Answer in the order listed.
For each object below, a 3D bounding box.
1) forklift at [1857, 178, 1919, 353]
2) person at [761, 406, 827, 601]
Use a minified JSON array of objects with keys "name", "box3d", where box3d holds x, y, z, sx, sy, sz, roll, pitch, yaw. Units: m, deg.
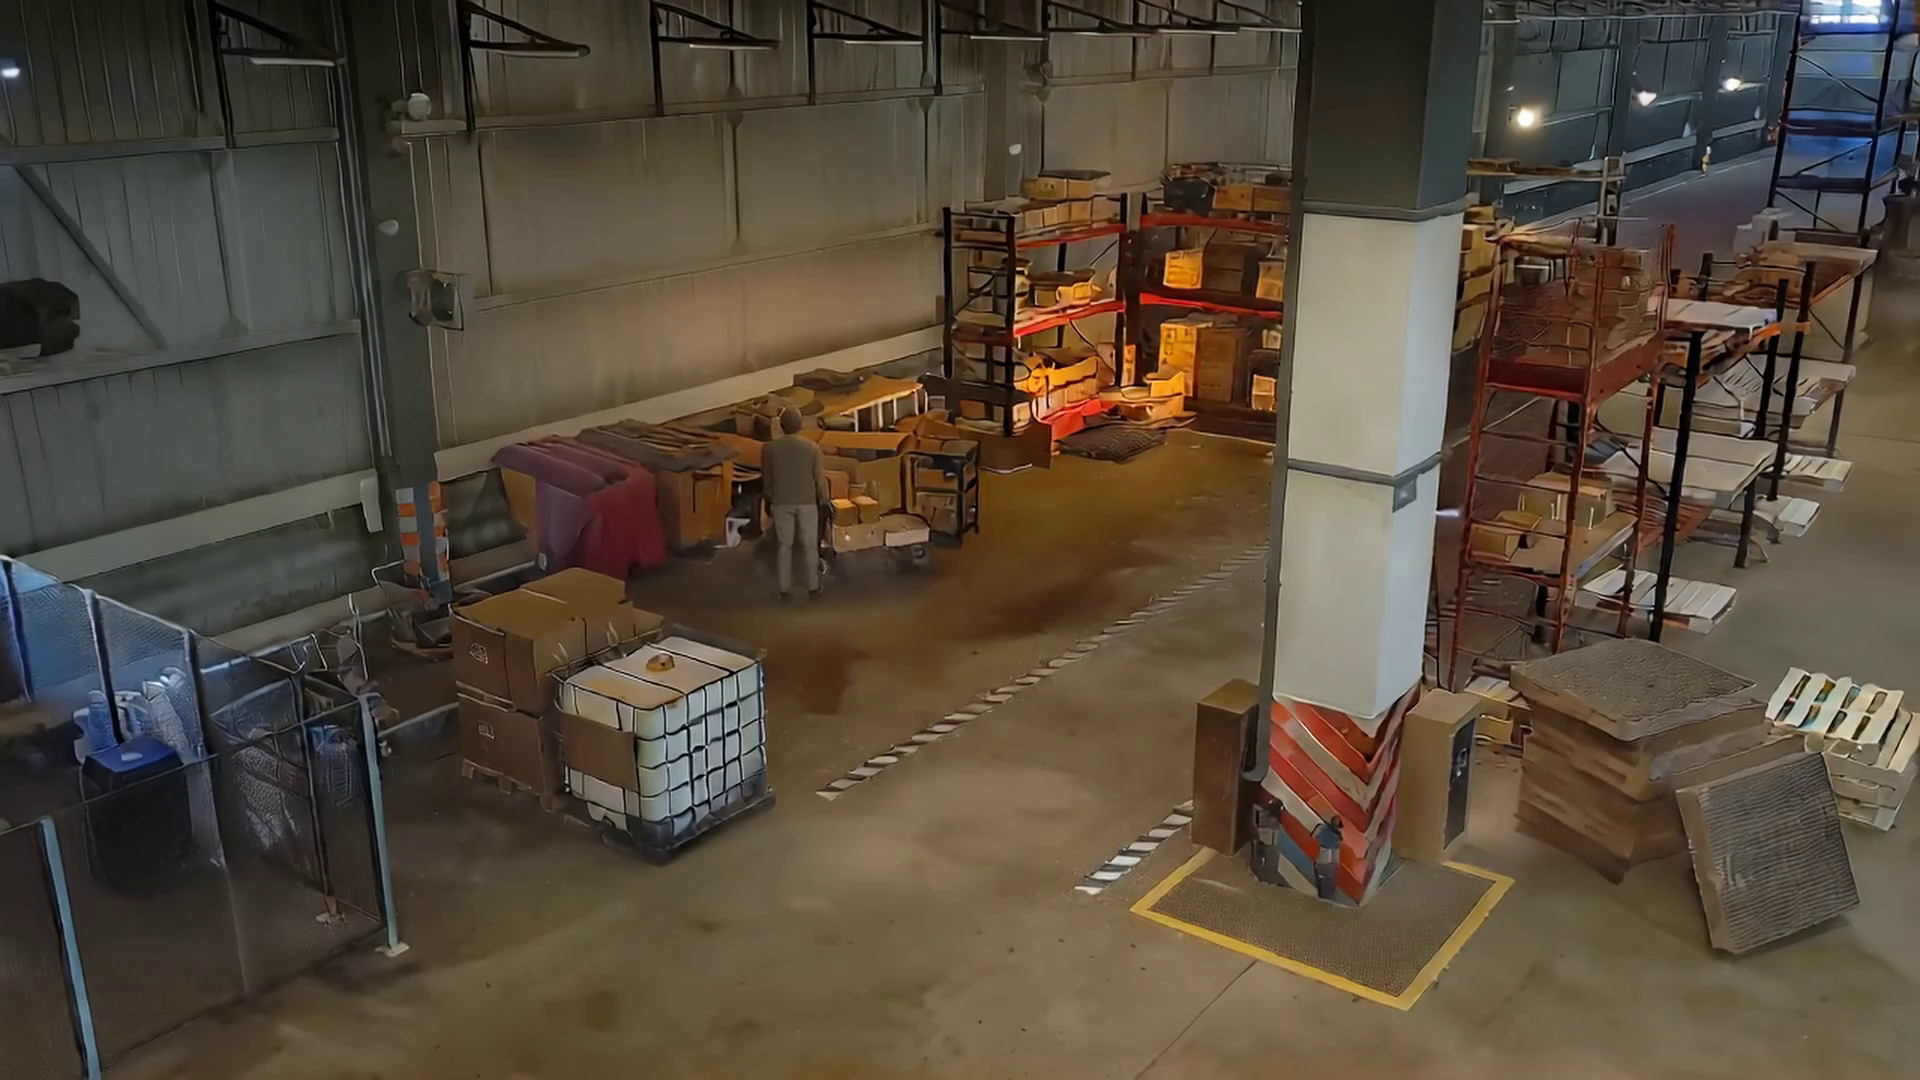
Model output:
[{"name":"forklift","box3d":[15.865,-4.544,27.527,1.129,2.768,1.873,13,22,34]},{"name":"person","box3d":[-1.602,-0.353,16.211,0.640,1.937,0.405,-1,18,-3]}]
